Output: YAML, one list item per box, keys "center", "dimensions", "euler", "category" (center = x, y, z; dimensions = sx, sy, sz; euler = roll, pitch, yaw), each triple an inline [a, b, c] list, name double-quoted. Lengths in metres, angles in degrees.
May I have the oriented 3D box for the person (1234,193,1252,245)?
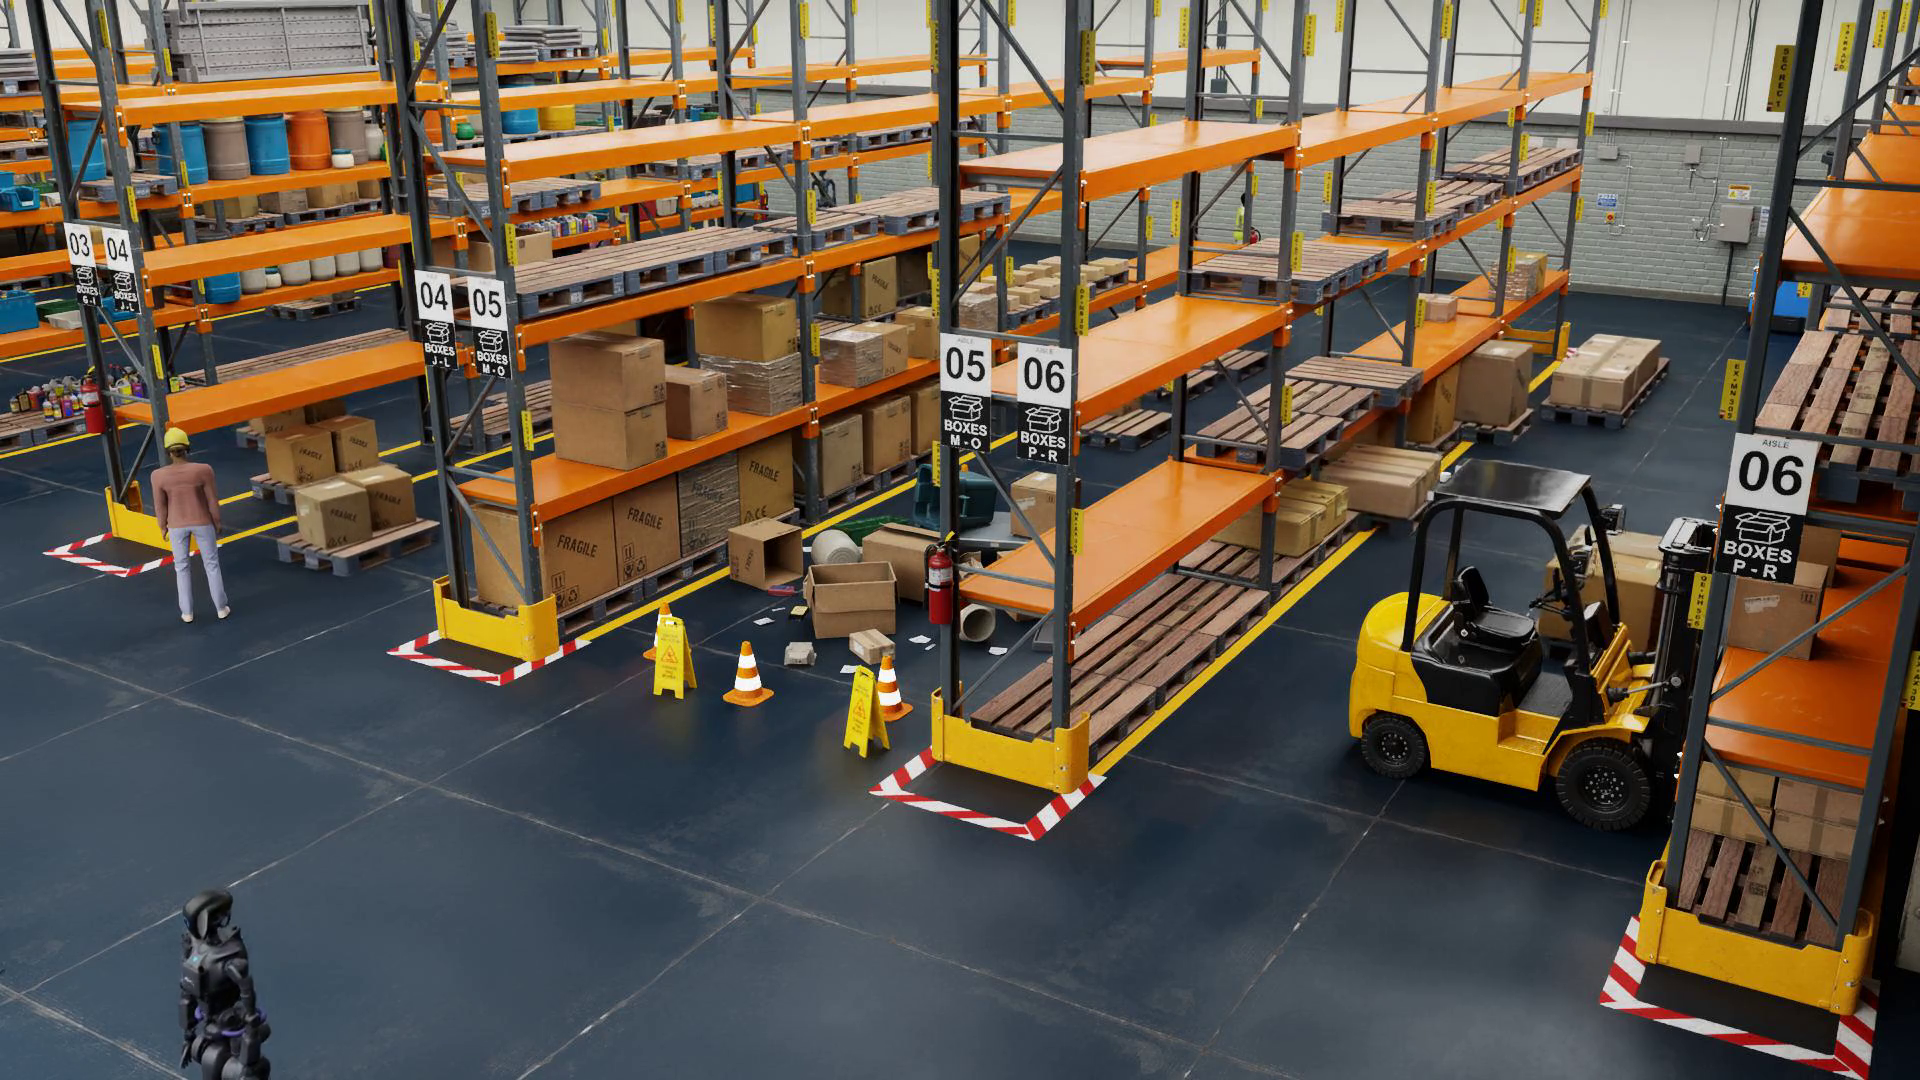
- center: [5.170, -5.511, 30.376]
  dimensions: [0.320, 1.686, 0.537]
  euler: [-1, 19, -3]
  category: "person"

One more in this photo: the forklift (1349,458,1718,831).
- center: [3.988, 0.658, 11.776]
  dimensions: [2.313, 2.155, 1.214]
  euler: [11, 22, 29]
  category: "forklift"

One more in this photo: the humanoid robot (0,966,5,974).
- center: [-5.841, 1.733, 9.453]
  dimensions: [0.524, 1.631, 0.601]
  euler: [0, 19, 1]
  category: "humanoid robot"

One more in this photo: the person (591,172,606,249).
- center: [-6.955, -6.335, 32.642]
  dimensions: [0.556, 1.748, 0.916]
  euler: [9, 21, 24]
  category: "person"

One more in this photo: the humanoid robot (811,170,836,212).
- center: [-2.800, -6.919, 34.483]
  dimensions: [0.597, 1.634, 0.631]
  euler: [-9, 21, -25]
  category: "humanoid robot"

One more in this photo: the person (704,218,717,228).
- center: [-5.241, -7.063, 34.867]
  dimensions: [0.489, 1.688, 0.352]
  euler: [-6, 20, -17]
  category: "person"

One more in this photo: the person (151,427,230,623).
- center: [-6.817, -0.134, 14.731]
  dimensions: [0.522, 1.761, 0.343]
  euler: [-7, 20, -18]
  category: "person"

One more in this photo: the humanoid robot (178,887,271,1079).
- center: [-3.369, 2.326, 7.740]
  dimensions: [0.598, 1.639, 0.483]
  euler: [12, 22, 31]
  category: "humanoid robot"

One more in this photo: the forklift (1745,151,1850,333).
- center: [13.620, -4.667, 26.137]
  dimensions: [1.873, 2.768, 1.129]
  euler: [11, 22, 29]
  category: "forklift"
